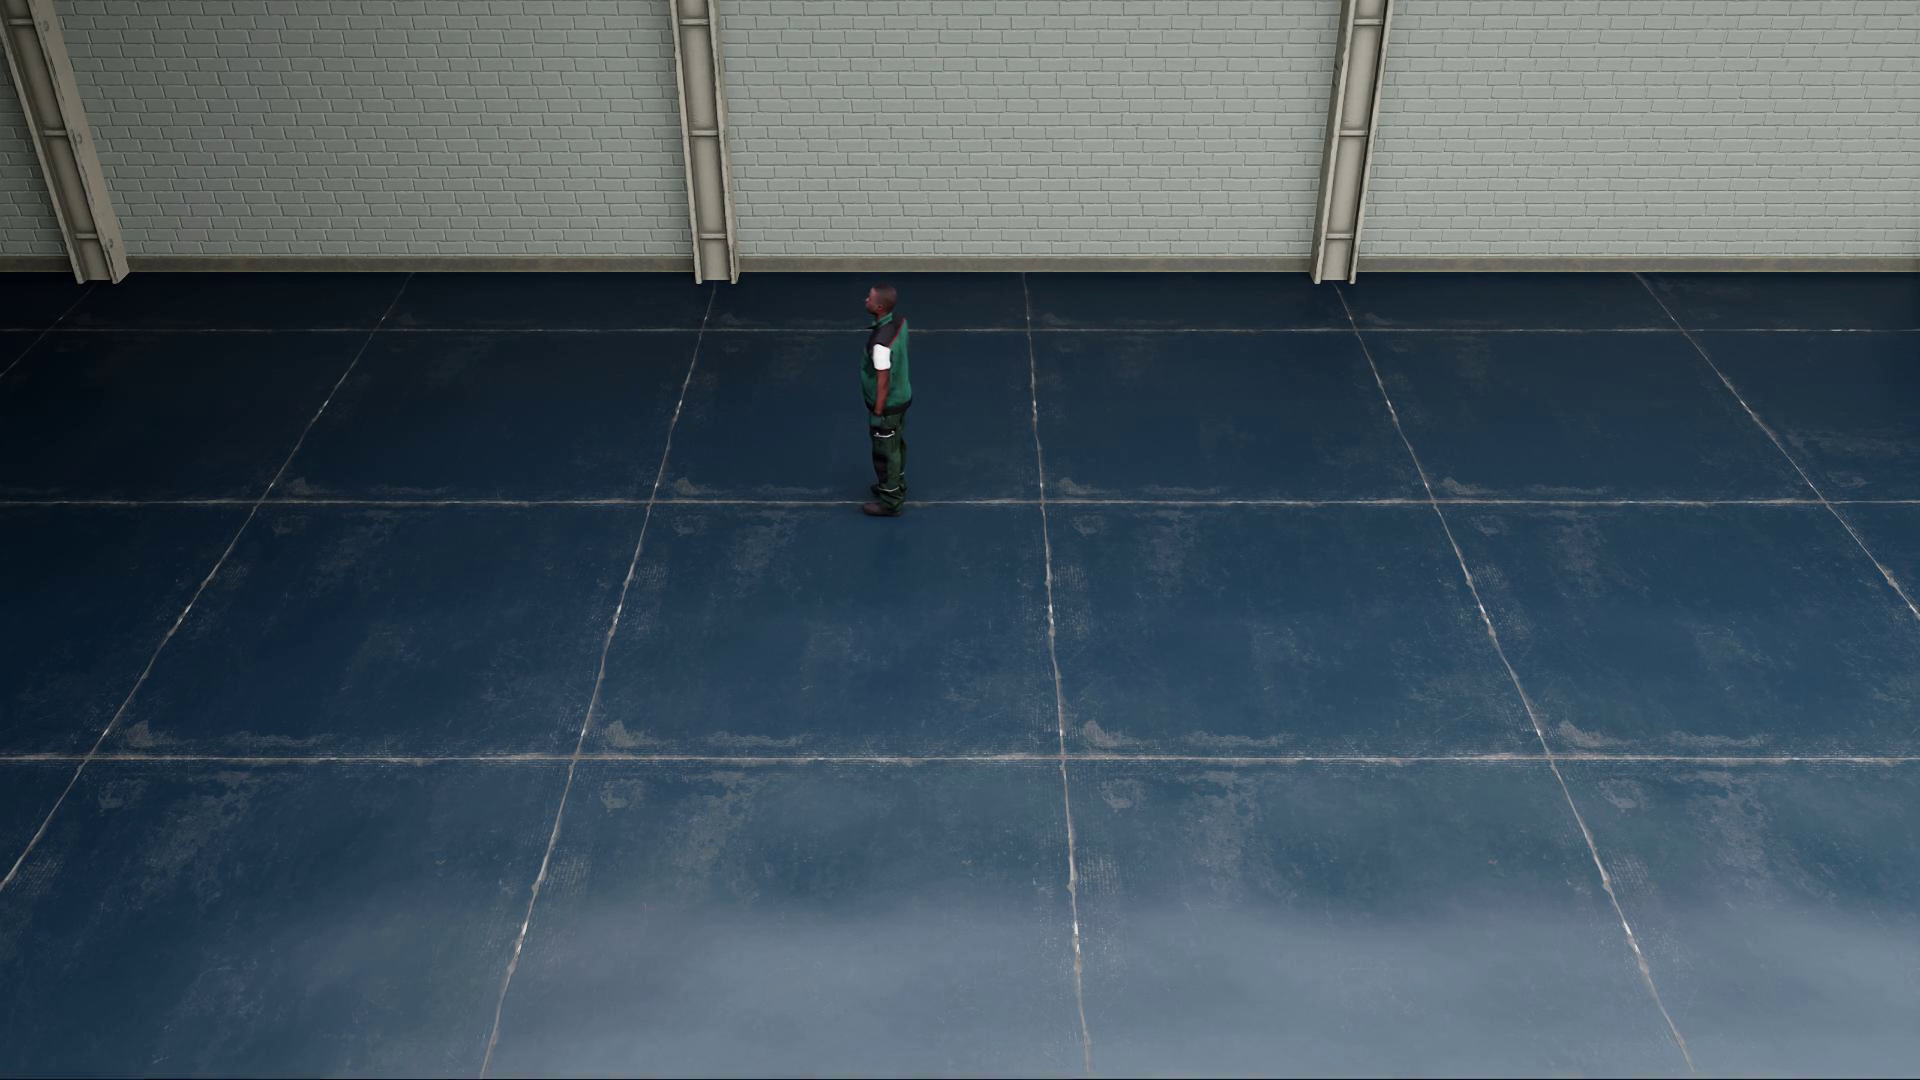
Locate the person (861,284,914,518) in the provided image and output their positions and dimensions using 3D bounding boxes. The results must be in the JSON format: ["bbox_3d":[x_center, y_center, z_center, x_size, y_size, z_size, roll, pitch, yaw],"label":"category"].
[{"bbox_3d":[-0.532,-1.027,12.180,0.671,1.840,0.729,6,34,9],"label":"person"}]
